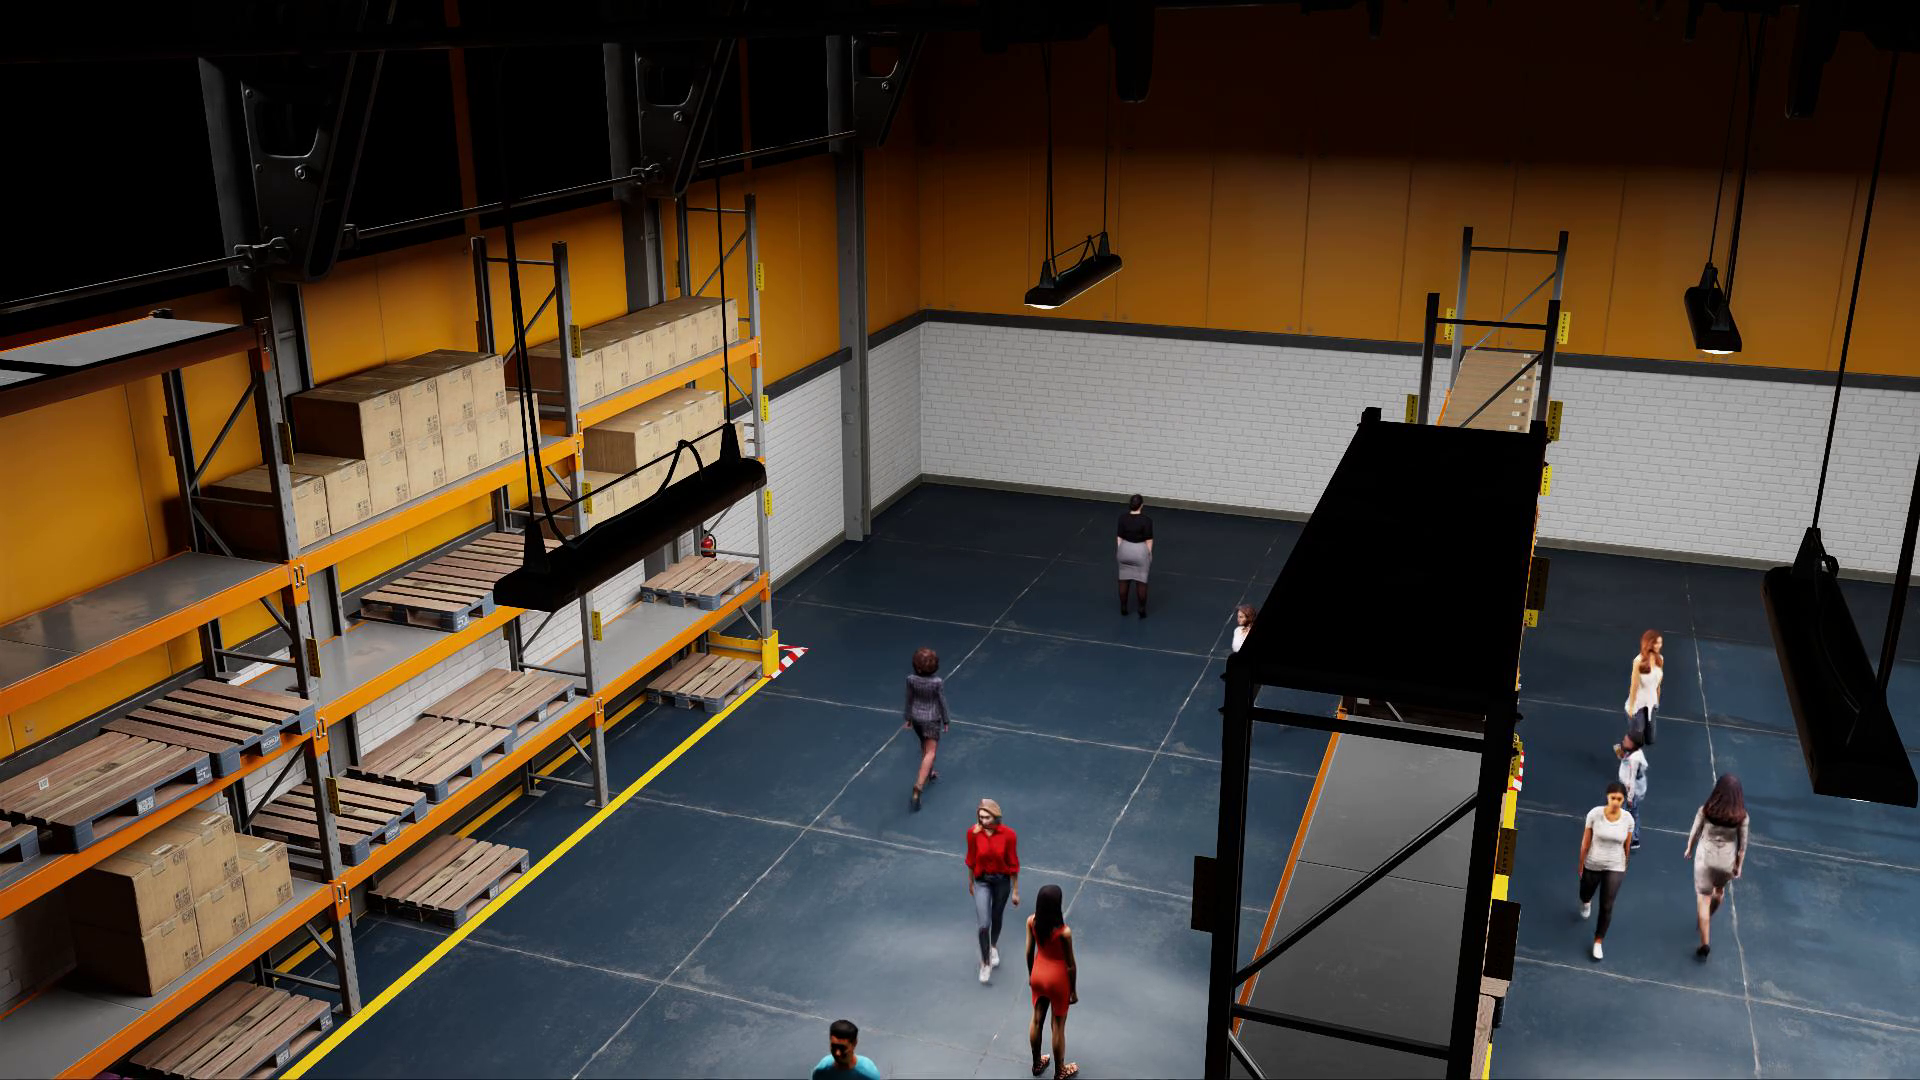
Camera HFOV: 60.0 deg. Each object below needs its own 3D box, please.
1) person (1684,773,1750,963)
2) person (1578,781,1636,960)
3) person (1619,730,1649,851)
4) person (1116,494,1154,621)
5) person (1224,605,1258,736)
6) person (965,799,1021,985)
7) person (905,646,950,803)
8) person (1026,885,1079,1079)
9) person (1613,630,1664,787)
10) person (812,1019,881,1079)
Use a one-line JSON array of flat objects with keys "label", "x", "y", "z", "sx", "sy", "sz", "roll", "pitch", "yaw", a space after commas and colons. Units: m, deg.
[{"label": "person", "x": 6.719, "y": 2.942, "z": 14.798, "sx": 0.679, "sy": 1.707, "sz": 1.047, "roll": 4, "pitch": 19, "yaw": 12}, {"label": "person", "x": 5.802, "y": 2.907, "z": 15.034, "sx": 0.578, "sy": 1.623, "sz": 0.971, "roll": 6, "pitch": 19, "yaw": 16}, {"label": "person", "x": 6.797, "y": 2.523, "z": 16.764, "sx": 0.612, "sy": 1.246, "sz": 0.508, "roll": 10, "pitch": 21, "yaw": 27}, {"label": "person", "x": 2.389, "y": 0.223, "z": 22.792, "sx": 0.672, "sy": 1.759, "sz": 0.631, "roll": 8, "pitch": 20, "yaw": 23}, {"label": "person", "x": 3.312, "y": 1.540, "z": 18.893, "sx": 0.779, "sy": 1.751, "sz": 0.715, "roll": -14, "pitch": 23, "yaw": -37}, {"label": "person", "x": 0.289, "y": 2.999, "z": 14.675, "sx": 0.780, "sy": 1.678, "sz": 0.888, "roll": -1, "pitch": 19, "yaw": -2}, {"label": "person", "x": -0.384, "y": 1.984, "z": 17.699, "sx": 0.652, "sy": 1.672, "sz": 1.028, "roll": 8, "pitch": 20, "yaw": 22}, {"label": "person", "x": 0.716, "y": 3.491, "z": 13.152, "sx": 0.636, "sy": 1.719, "sz": 0.601, "roll": 12, "pitch": 22, "yaw": 32}, {"label": "person", "x": 7.353, "y": 1.789, "z": 18.117, "sx": 0.846, "sy": 1.774, "sz": 0.909, "roll": -8, "pitch": 20, "yaw": -23}, {"label": "person", "x": -0.767, "y": 4.049, "z": 11.488, "sx": 0.768, "sy": 1.723, "sz": 1.195, "roll": 4, "pitch": 19, "yaw": 11}]
